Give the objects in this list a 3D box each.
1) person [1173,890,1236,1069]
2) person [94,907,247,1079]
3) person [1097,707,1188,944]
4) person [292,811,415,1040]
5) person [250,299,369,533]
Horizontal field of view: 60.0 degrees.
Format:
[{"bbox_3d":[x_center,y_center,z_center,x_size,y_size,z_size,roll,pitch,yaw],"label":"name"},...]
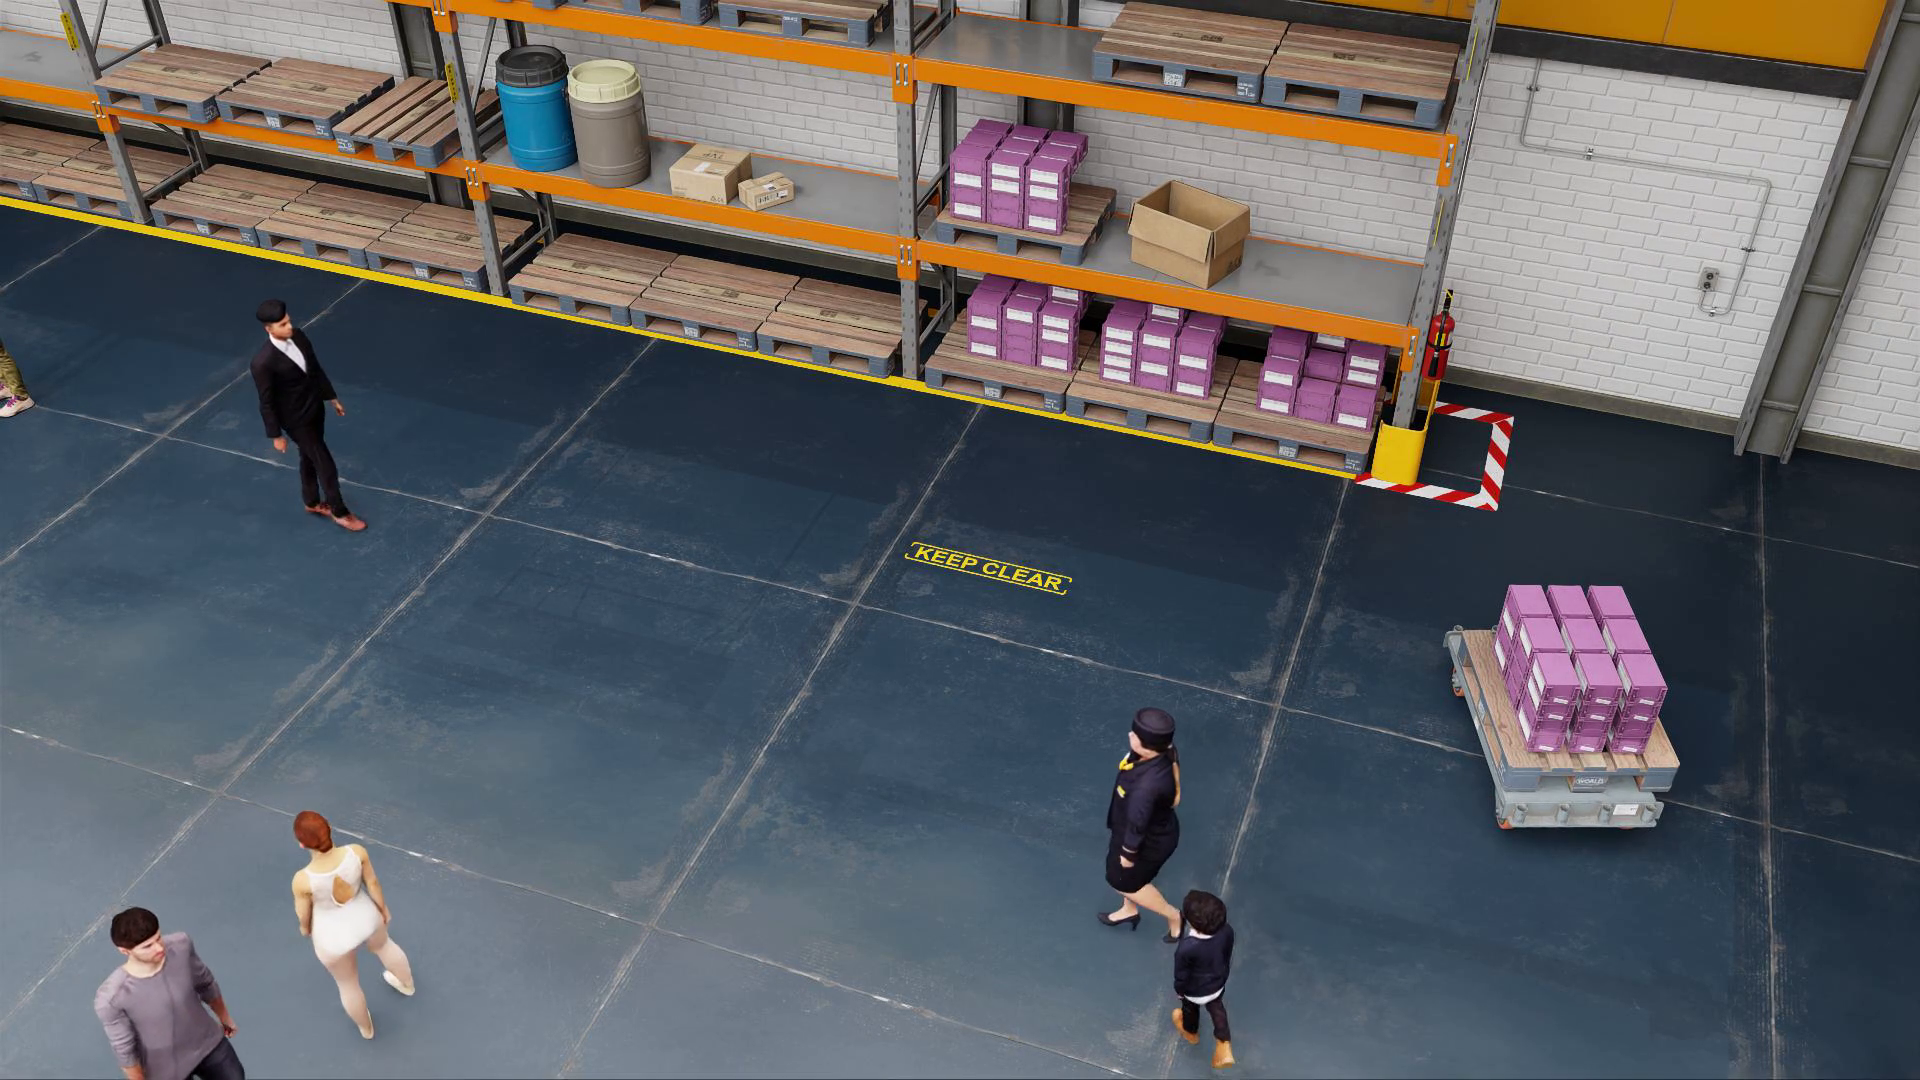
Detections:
[{"bbox_3d":[1.272,2.250,8.462,0.758,1.213,0.813,-15,41,-17],"label":"person"},{"bbox_3d":[-3.693,2.383,7.794,0.950,1.838,0.808,20,43,23],"label":"person"},{"bbox_3d":[1.048,1.595,8.923,0.803,1.660,0.724,10,40,12],"label":"person"},{"bbox_3d":[-3.107,2.003,8.429,0.679,1.639,0.698,-30,48,-32],"label":"person"},{"bbox_3d":[-4.796,-0.914,11.903,0.870,1.862,0.772,7,39,8],"label":"person"}]
